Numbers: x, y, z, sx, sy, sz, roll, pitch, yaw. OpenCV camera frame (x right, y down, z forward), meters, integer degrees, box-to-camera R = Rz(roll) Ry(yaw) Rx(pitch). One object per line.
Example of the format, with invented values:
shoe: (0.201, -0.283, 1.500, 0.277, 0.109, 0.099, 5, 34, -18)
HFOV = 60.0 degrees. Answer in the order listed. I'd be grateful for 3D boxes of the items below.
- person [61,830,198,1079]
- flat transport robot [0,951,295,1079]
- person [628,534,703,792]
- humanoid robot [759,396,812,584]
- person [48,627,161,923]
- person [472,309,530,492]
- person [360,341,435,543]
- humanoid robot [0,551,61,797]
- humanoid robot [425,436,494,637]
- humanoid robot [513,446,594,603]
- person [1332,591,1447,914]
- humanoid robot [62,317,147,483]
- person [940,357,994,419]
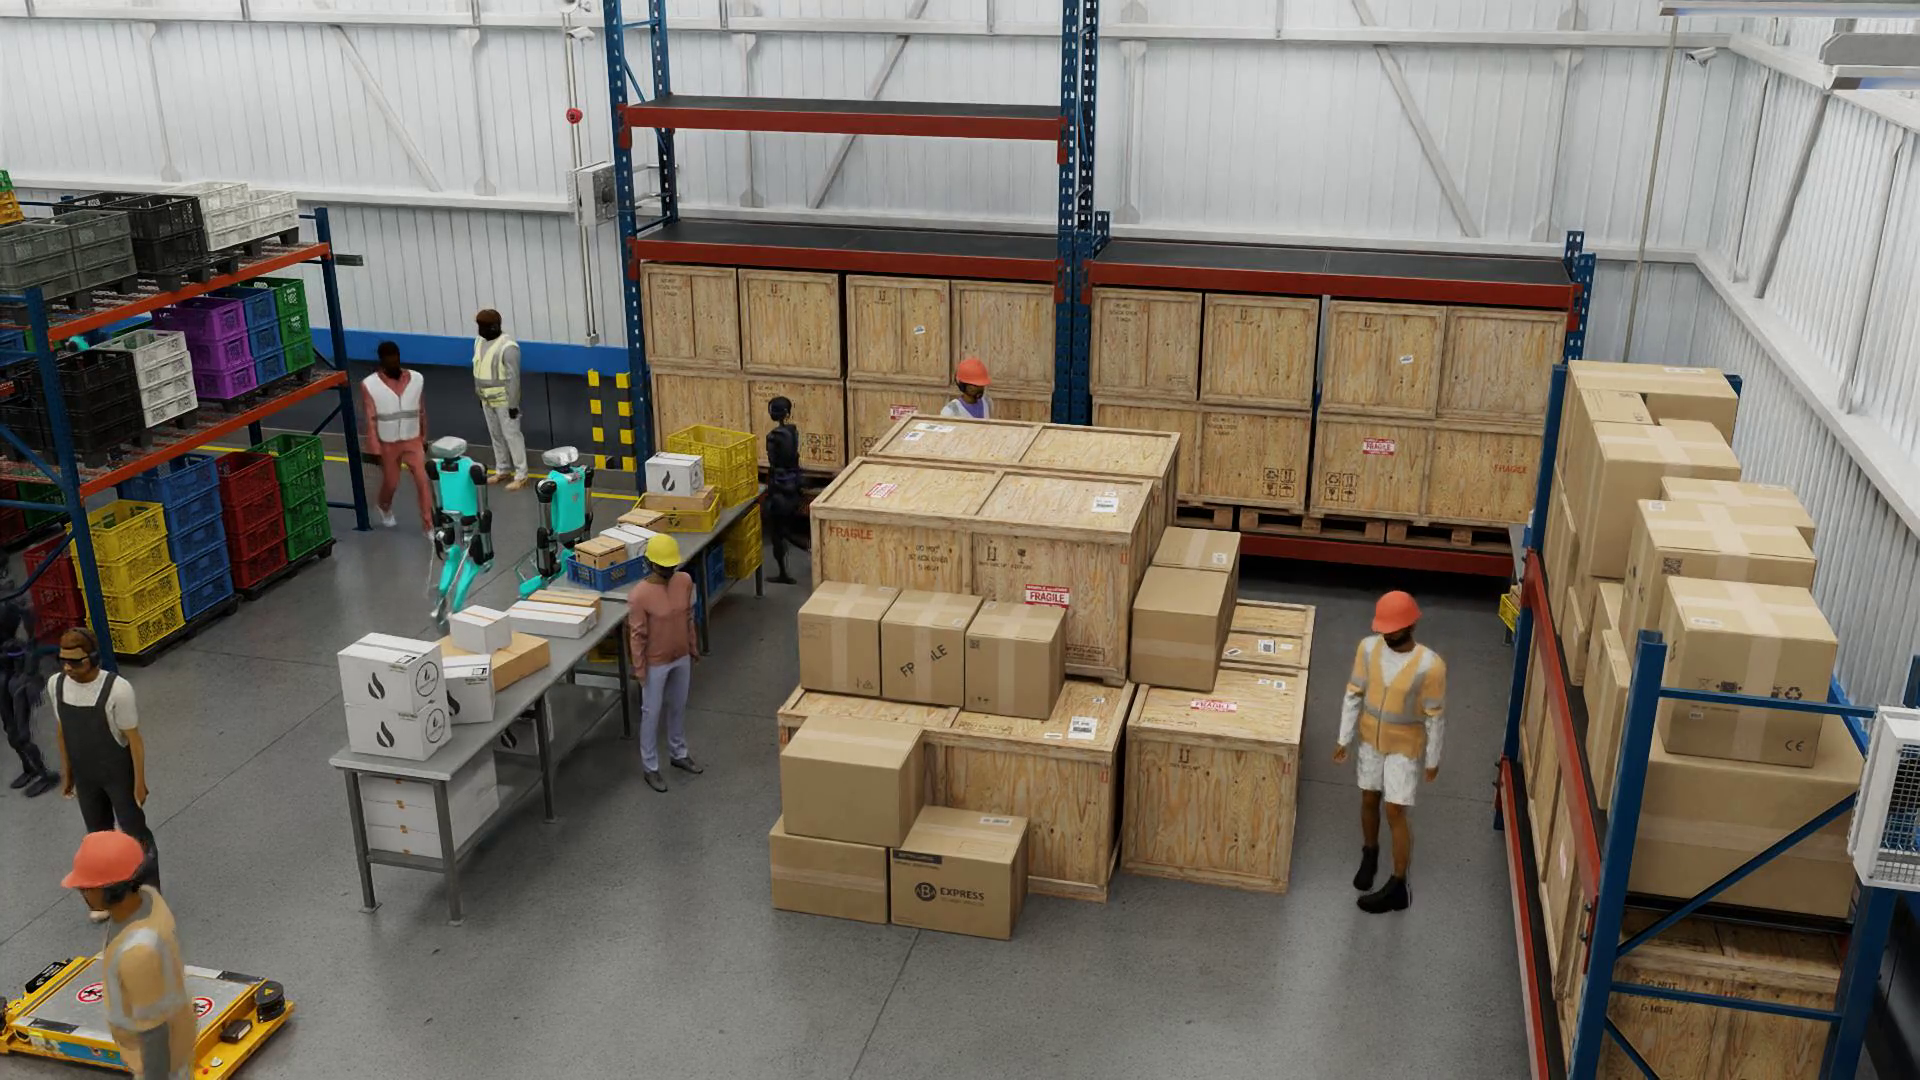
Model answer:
person: (-3.401, 2.140, 7.020, 0.636, 2.027, 0.629, -9, 23, -22)
flat transport robot: (-4.270, 2.464, 8.601, 1.431, 0.231, 0.659, 5, 22, 13)
person: (-1.914, 0.782, 10.903, 0.326, 1.765, 0.531, 17, 26, 37)
humanoid robot: (-1.451, -0.407, 14.144, 0.420, 1.646, 0.611, 7, 22, 18)
person: (-4.822, 1.330, 9.377, 0.507, 1.841, 0.350, 4, 21, 9)
person: (-4.579, -1.393, 16.508, 0.622, 1.836, 0.430, 17, 27, 37)
person: (-5.147, -0.932, 15.225, 0.592, 1.887, 0.804, -14, 25, -32)
humanoid robot: (-6.210, 0.855, 10.823, 0.601, 1.648, 0.379, 8, 22, 21)
humanoid robot: (-3.878, 0.157, 12.619, 0.543, 1.829, 0.661, 8, 22, 21)
humanoid robot: (-3.134, 0.068, 12.624, 0.735, 1.677, 0.533, 12, 24, 29)
person: (2.457, 1.198, 9.609, 0.503, 1.914, 0.570, -18, 27, -39)
humanoid robot: (-8.316, -1.310, 16.420, 0.902, 1.774, 0.537, 4, 21, 9)
person: (0.095, -0.544, 13.989, 0.394, 2.042, 0.608, 17, 27, 38)
